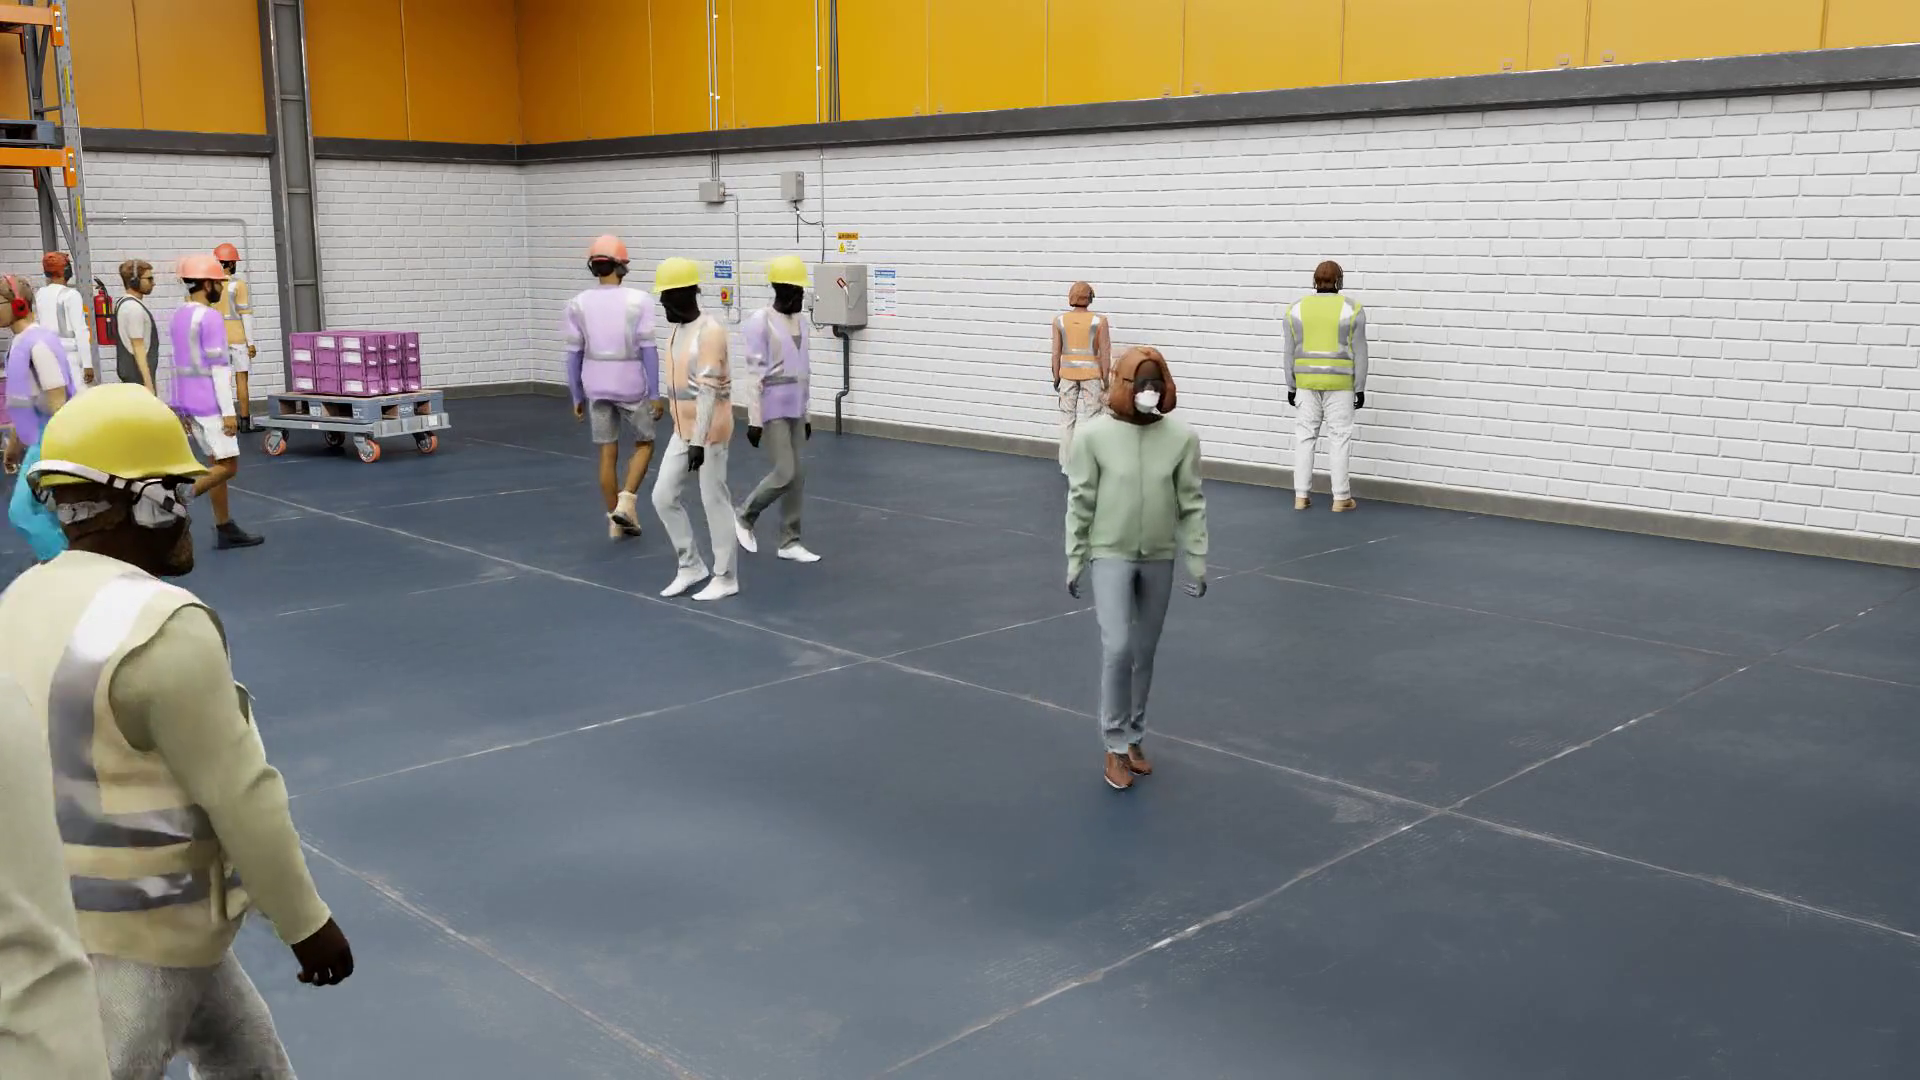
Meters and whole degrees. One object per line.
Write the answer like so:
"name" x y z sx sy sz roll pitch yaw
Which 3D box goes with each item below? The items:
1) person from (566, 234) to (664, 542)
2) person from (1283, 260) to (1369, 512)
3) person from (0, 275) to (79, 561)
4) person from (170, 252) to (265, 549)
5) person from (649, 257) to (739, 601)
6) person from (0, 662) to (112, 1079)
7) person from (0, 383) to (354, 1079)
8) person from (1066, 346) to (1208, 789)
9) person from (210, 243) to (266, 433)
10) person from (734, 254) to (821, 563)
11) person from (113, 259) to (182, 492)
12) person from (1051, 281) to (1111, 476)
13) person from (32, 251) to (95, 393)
"person" -2.263 -0.991 10.975 0.649 2.029 0.429 1 10 8
"person" 2.689 -1.126 12.235 0.627 1.843 0.429 5 12 26
"person" -4.891 -0.496 8.866 0.473 1.821 0.564 -7 13 -34
"person" -4.831 -0.854 10.532 0.565 1.920 0.674 10 14 43
"person" -1.474 -0.589 9.154 0.567 1.901 0.611 -9 13 -39
"person" -1.255 0.719 1.974 0.682 1.924 1.008 1 10 6
"person" -1.421 0.624 2.885 0.981 1.777 0.591 -10 14 -44
"person" 0.674 0.105 6.098 0.523 1.613 0.557 -3 11 -15
"person" -7.463 -2.058 17.049 0.545 1.938 0.357 3 11 14
"person" -1.125 -0.800 10.255 0.526 1.908 0.611 6 12 28
"person" -6.320 -1.245 12.877 0.357 1.846 0.512 -7 13 -34
"person" 1.016 -1.346 13.983 0.514 1.639 0.310 4 11 19
"person" -7.670 -1.526 14.293 0.579 1.884 0.352 5 11 23
